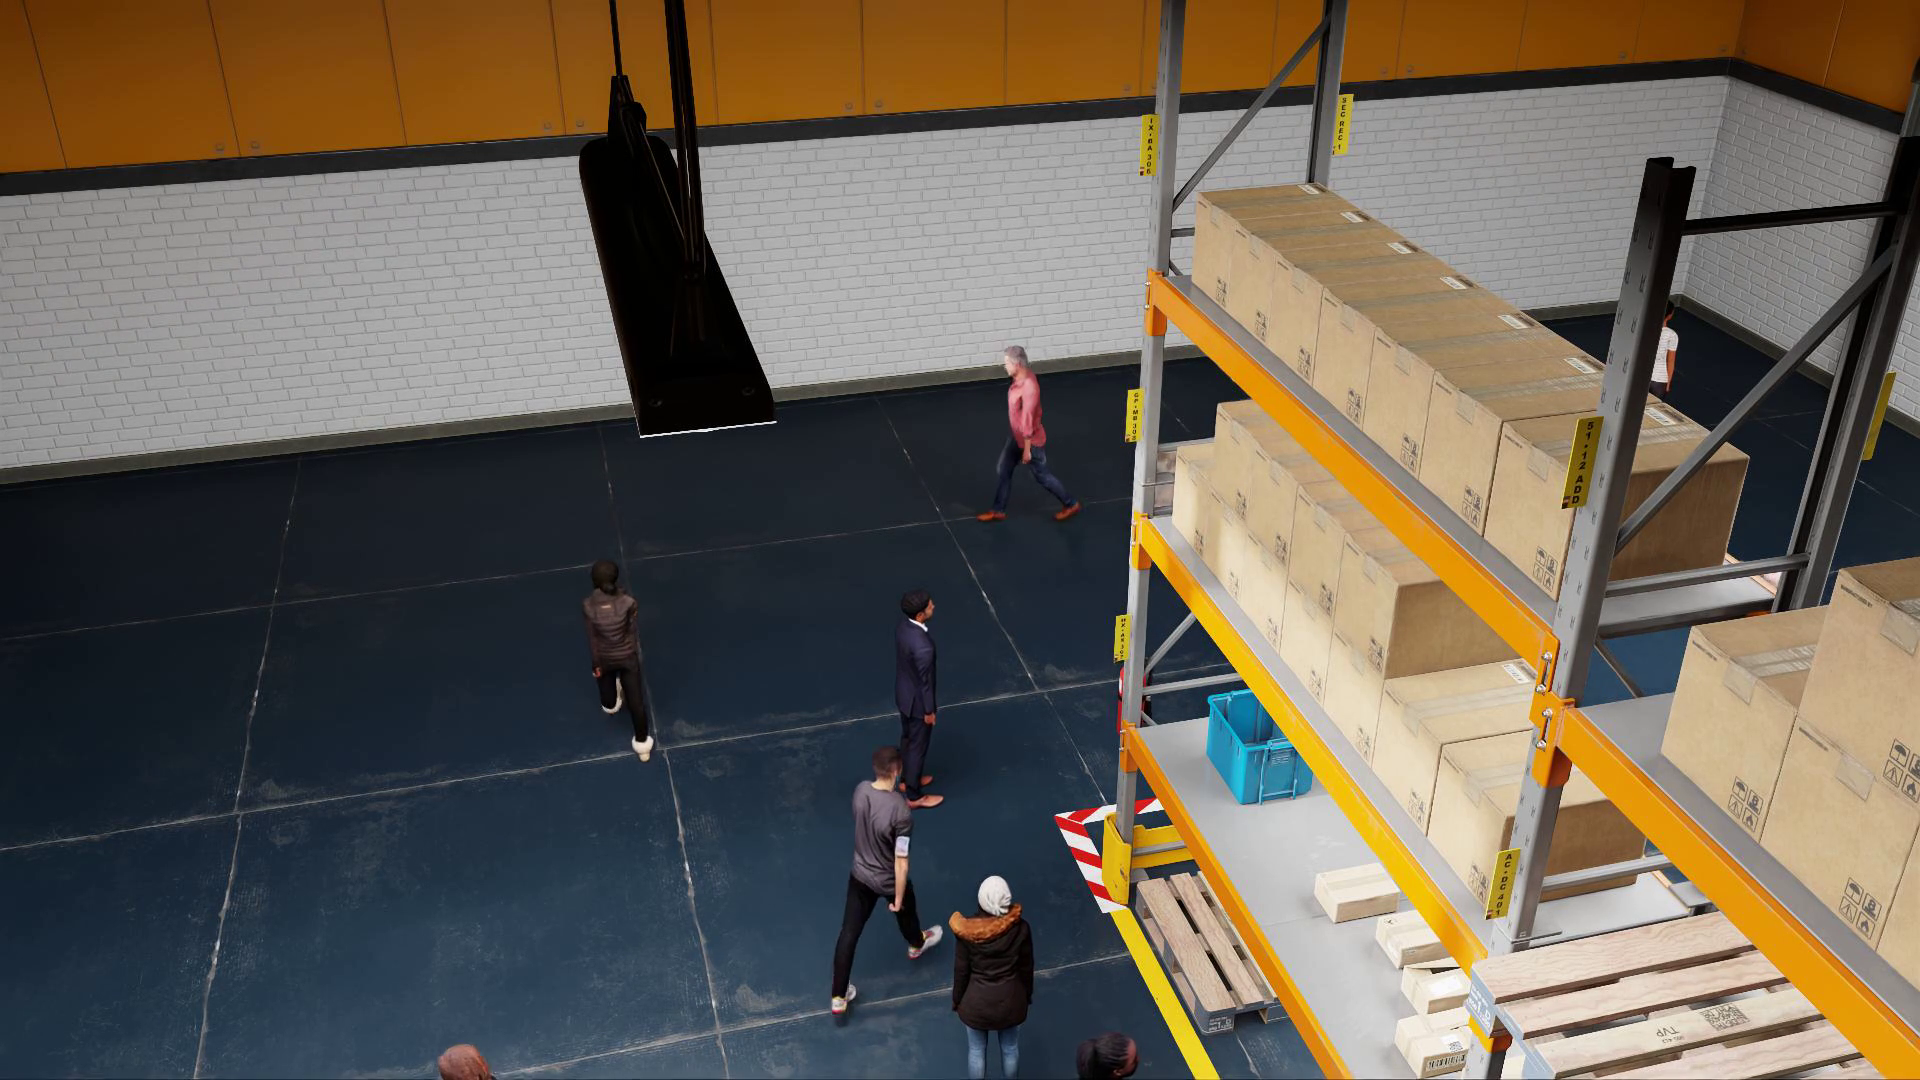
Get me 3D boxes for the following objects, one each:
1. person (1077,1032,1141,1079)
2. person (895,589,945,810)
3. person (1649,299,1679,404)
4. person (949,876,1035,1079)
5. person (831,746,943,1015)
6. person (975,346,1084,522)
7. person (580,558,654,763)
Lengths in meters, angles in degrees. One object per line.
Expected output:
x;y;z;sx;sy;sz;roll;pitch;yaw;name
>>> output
0.714;3.037;8.045;0.673;1.729;0.489;-8;30;-15;person
-0.317;1.098;11.605;0.716;1.723;0.503;-11;30;-19;person
6.932;-1.634;16.694;0.711;1.647;0.609;-24;37;-37;person
0.180;2.496;9.135;0.665;1.634;0.652;-3;29;-6;person
-0.540;2.051;9.870;1.220;1.712;1.188;20;35;33;person
0.710;-0.918;15.249;0.868;1.773;1.186;-4;29;-7;person
-2.517;0.805;12.224;0.949;1.646;0.604;-7;29;-13;person
